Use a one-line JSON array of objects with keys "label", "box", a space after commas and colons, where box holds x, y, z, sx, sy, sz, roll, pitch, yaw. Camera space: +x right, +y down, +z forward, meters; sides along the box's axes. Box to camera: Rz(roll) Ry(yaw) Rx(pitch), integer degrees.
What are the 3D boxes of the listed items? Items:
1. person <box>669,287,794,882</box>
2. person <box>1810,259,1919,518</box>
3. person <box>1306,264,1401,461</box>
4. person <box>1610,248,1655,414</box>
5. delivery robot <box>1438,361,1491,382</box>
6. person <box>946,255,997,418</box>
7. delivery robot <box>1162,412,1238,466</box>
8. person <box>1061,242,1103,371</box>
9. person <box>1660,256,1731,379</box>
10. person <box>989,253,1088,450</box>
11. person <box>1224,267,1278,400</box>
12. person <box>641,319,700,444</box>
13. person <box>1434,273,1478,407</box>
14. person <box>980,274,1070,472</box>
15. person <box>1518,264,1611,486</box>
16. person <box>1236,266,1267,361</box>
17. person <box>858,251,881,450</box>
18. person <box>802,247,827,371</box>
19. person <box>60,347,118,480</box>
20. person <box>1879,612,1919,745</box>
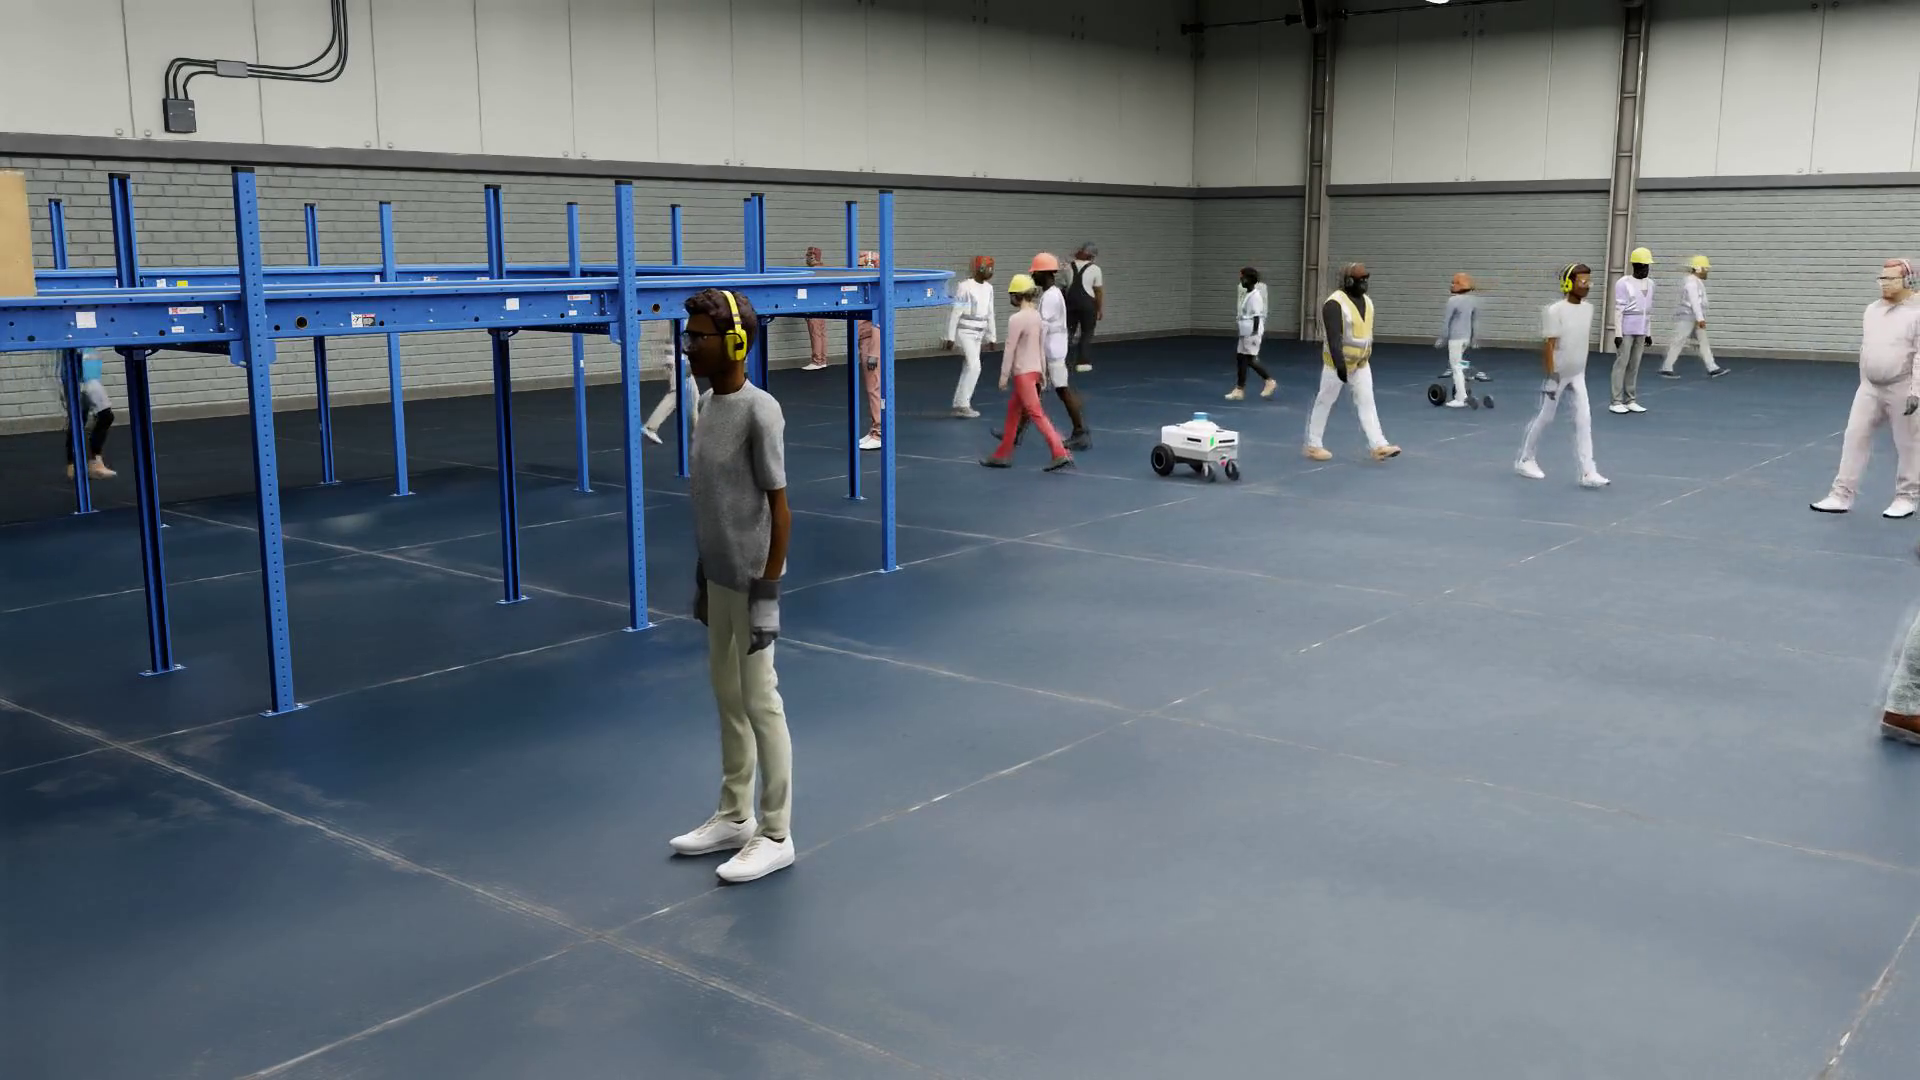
[{"label": "person", "box": [-0.718, 0.141, 5.289, 0.332, 1.872, 0.514, -7, 12, -33]}, {"label": "person", "box": [6.675, -1.081, 12.047, 0.881, 1.872, 0.662, -4, 11, -23]}, {"label": "person", "box": [3.577, -1.598, 15.122, 0.644, 1.789, 0.993, -8, 13, -36]}, {"label": "person", "box": [7.914, -2.455, 19.514, 0.590, 1.926, 0.388, -6, 12, -28]}, {"label": "delivery robot", "box": [6.180, -2.077, 20.362, 0.335, 0.223, 0.698, -6, 12, -29]}, {"label": "person", "box": [0.123, -2.300, 18.859, 0.584, 1.846, 0.595, 7, 12, 32]}, {"label": "delivery robot", "box": [2.061, -0.855, 14.313, 0.477, 0.478, 0.707, -7, 12, -32]}, {"label": "person", "box": [1.888, -3.650, 25.939, 0.831, 2.000, 0.536, 6, 12, 30]}, {"label": "person", "box": [10.712, -3.223, 24.173, 0.938, 1.781, 0.598, 7, 12, 34]}, {"label": "person", "box": [0.790, -1.815, 16.089, 1.004, 1.877, 0.560, 0, 10, 1]}, {"label": "person", "box": [3.715, -2.613, 21.066, 0.592, 1.687, 0.543, -1, 10, -7]}, {"label": "person", "box": [-2.825, -1.768, 16.596, 0.799, 1.609, 0.530, -3, 11, -16]}, {"label": "person", "box": [6.019, -2.425, 20.199, 0.505, 1.618, 0.424, -8, 13, -38]}, {"label": "person", "box": [0.595, -1.467, 14.633, 0.928, 1.726, 0.527, 5, 12, 28]}, {"label": "person", "box": [5.060, -1.385, 13.888, 0.551, 1.830, 0.990, -4, 11, -23]}, {"label": "person", "box": [4.772, -3.679, 27.190, 0.507, 1.605, 0.741, 1, 10, 5]}, {"label": "person", "box": [-0.874, -1.841, 16.168, 0.408, 1.906, 0.653, -1, 10, -5]}, {"label": "person", "box": [-2.278, -3.614, 25.984, 0.407, 1.913, 0.641, 3, 11, 15]}, {"label": "person", "box": [-7.340, -1.339, 13.987, 0.521, 1.682, 0.547, -6, 12, -32]}, {"label": "person", "box": [4.057, -0.062, 6.338, 0.653, 1.889, 0.987, -8, 13, -36]}]
